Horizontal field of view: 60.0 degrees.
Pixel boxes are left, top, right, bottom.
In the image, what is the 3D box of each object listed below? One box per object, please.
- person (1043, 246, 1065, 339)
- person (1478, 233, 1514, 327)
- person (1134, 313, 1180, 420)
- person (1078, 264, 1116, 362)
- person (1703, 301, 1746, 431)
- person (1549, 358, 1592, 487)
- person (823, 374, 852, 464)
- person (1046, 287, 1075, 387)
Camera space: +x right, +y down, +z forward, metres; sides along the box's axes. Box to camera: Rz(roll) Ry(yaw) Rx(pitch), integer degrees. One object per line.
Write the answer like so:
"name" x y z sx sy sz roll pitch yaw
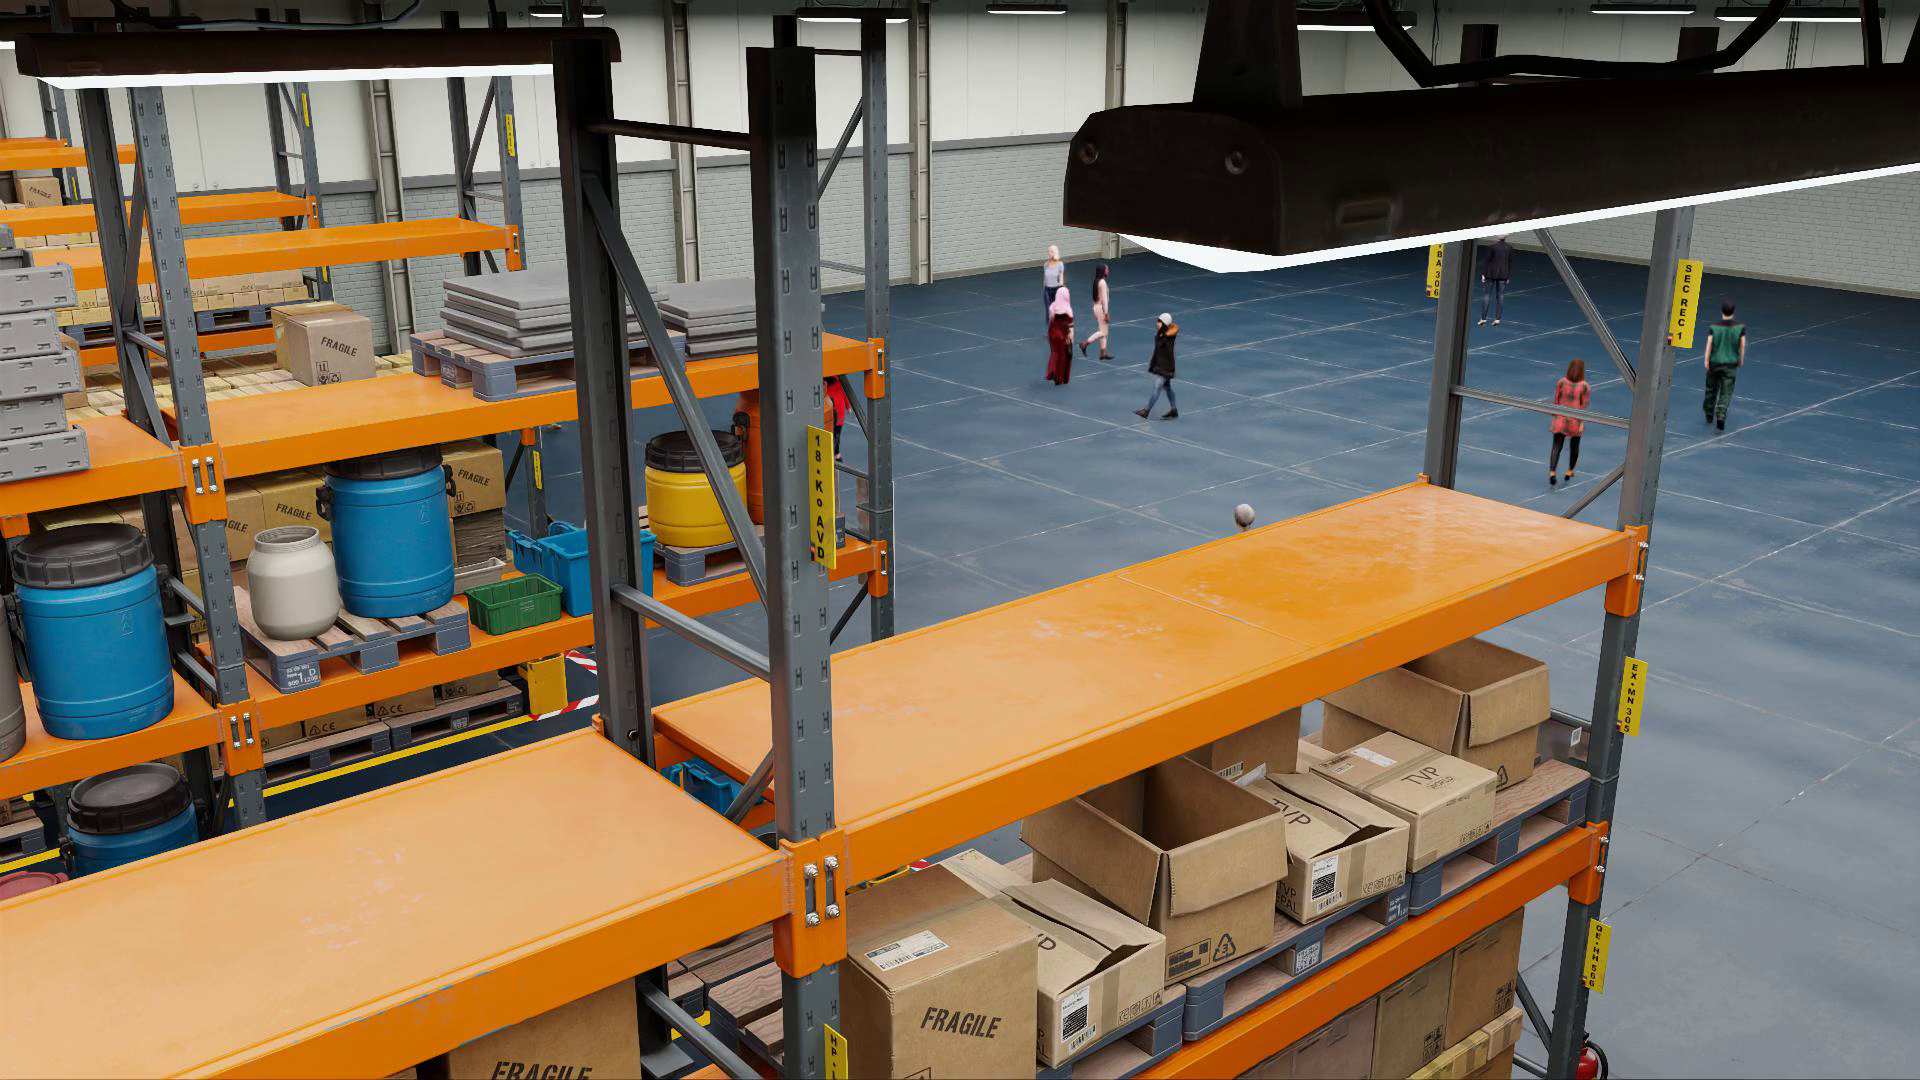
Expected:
"person" 1.784 -4.661 31.222 0.783 1.711 0.930 8 20 24
"person" 9.431 -4.659 29.348 0.821 1.782 0.790 2 18 5
"person" 3.153 -2.597 25.063 1.091 1.601 0.920 -4 18 -12
"person" 2.396 -3.959 29.069 1.033 1.711 0.909 -2 18 -7
"person" 11.255 -2.557 24.505 1.010 1.870 1.289 9 20 25
"person" 7.856 -1.496 21.571 0.831 1.670 1.144 11 21 30
"person" -1.708 -1.717 22.179 1.001 1.714 1.162 5 19 15
"person" 1.596 -3.326 27.264 0.693 1.625 0.690 16 24 39
